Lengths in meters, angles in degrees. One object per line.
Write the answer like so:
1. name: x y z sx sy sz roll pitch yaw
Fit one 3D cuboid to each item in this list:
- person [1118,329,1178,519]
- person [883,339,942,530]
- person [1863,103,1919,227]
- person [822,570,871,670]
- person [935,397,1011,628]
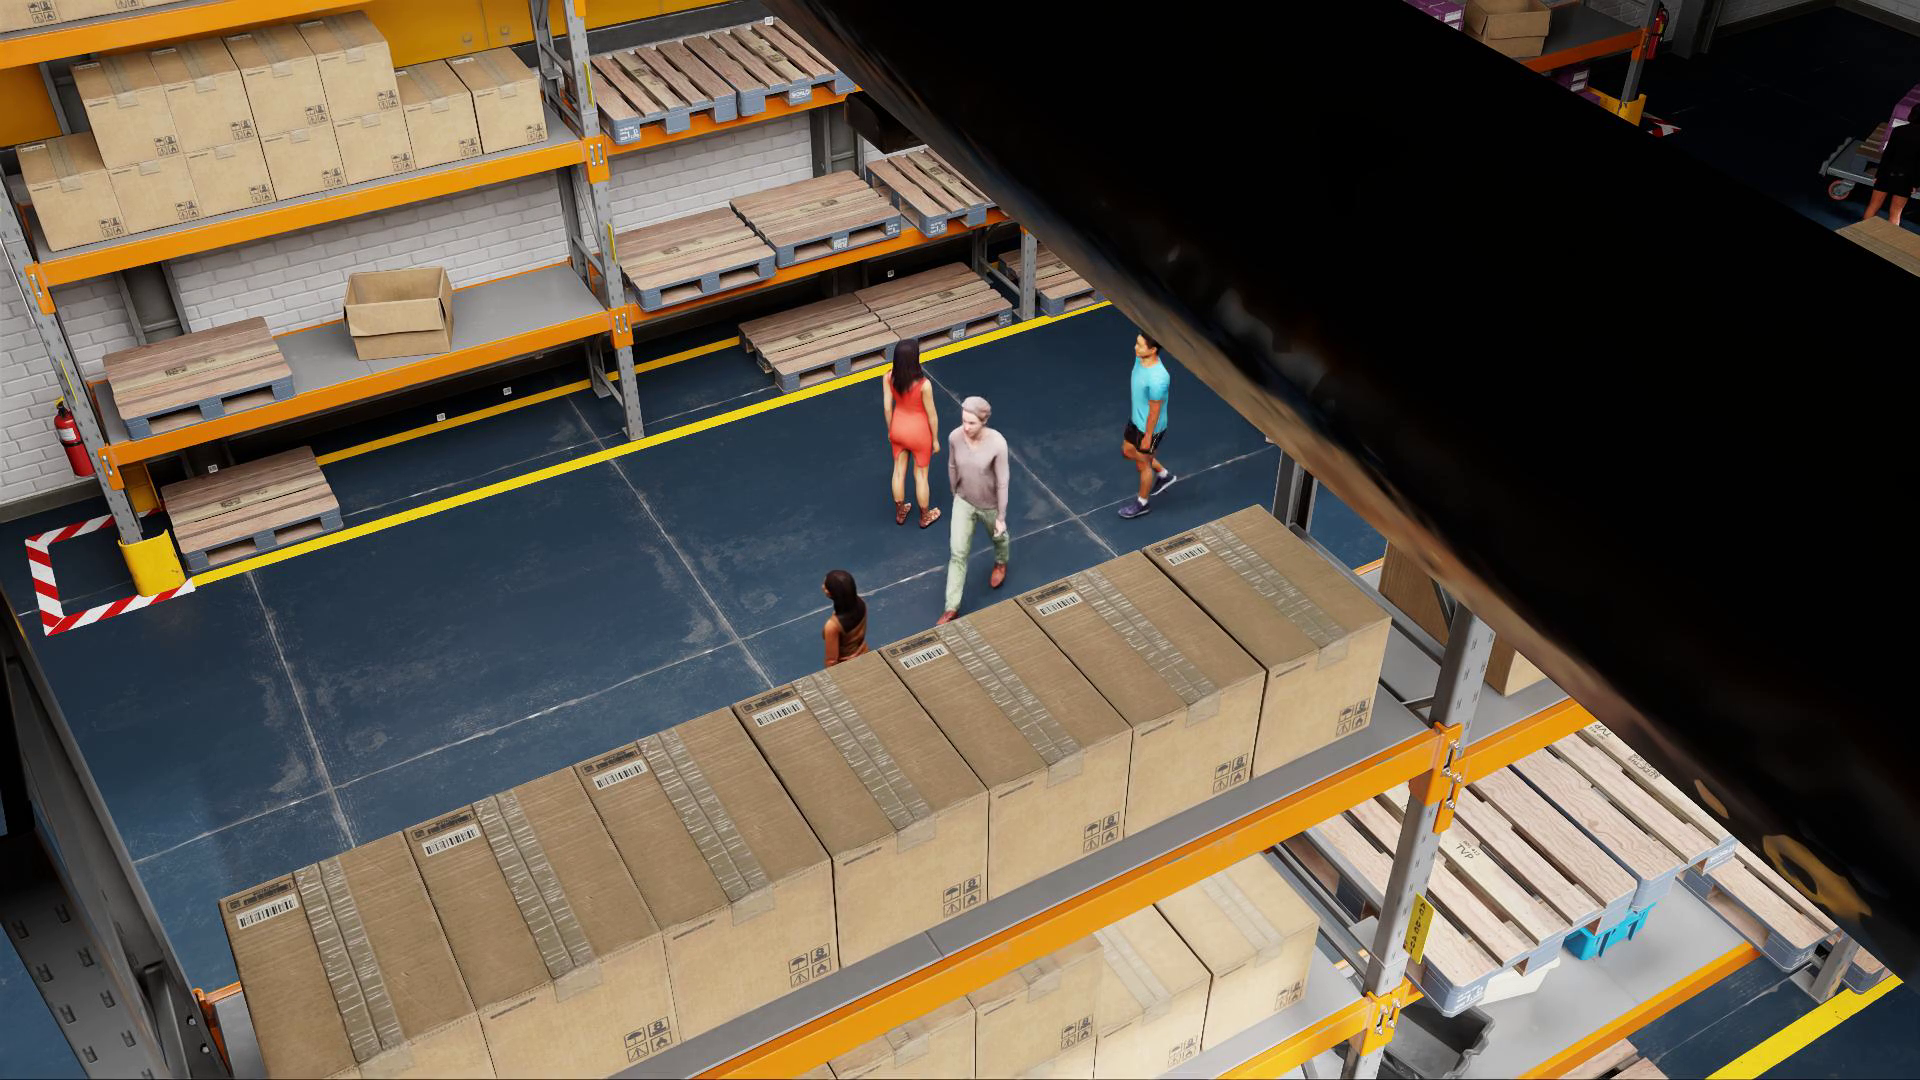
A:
1. person: 1.560 -0.926 13.090 0.816 1.762 0.707 -9 39 -11
2. person: -0.384 -0.827 13.002 0.673 1.718 0.713 14 41 16
3. person: 9.284 -3.560 16.485 0.671 1.640 0.720 27 46 29
4. person: -0.726 0.862 10.914 0.705 1.684 0.612 18 42 21
5. person: 0.193 -0.297 12.255 1.180 1.821 1.335 15 41 18
